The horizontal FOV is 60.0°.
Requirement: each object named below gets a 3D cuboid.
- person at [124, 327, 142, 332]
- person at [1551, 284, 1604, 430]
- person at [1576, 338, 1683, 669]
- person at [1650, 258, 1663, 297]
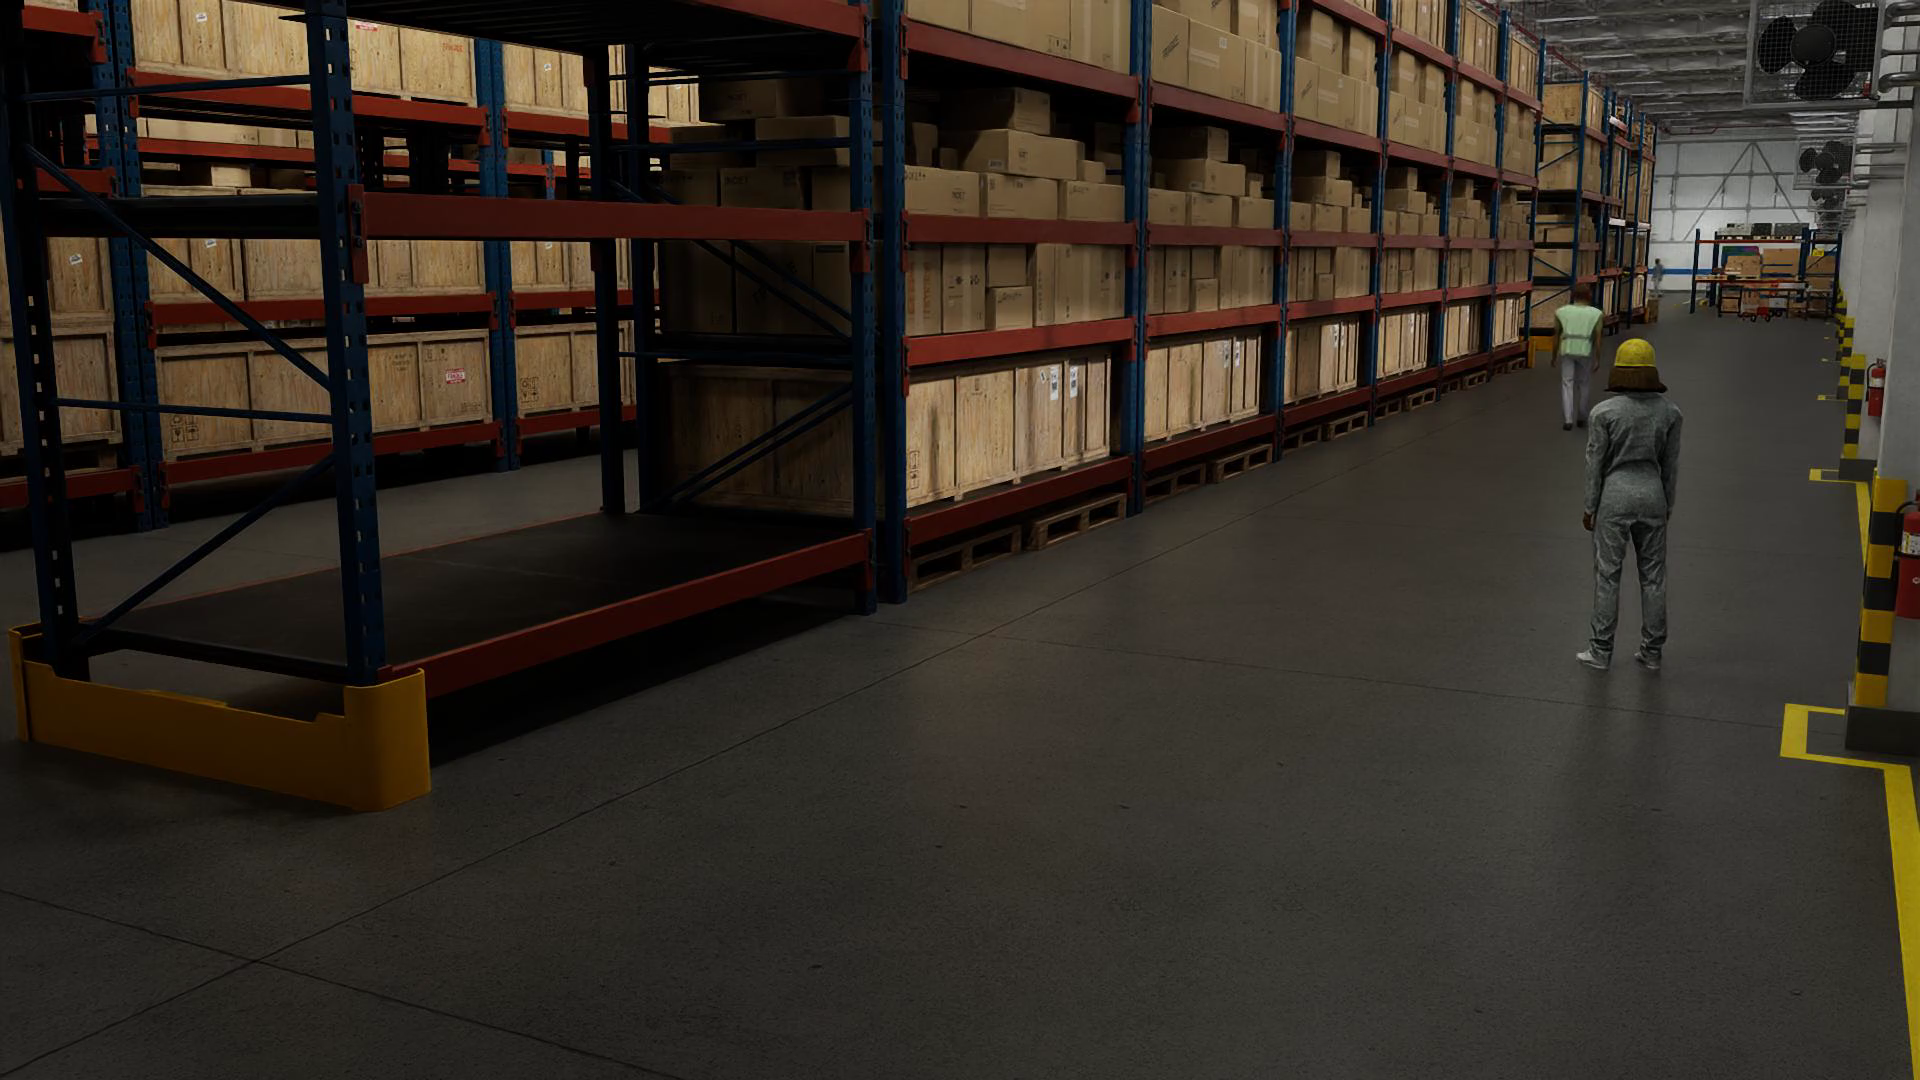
[{"bbox_3d":[-8.168,-1.490,16.571,0.515,1.636,0.315,5,11,29],"label":"person"},{"bbox_3d":[7.653,-2.274,20.649,0.594,1.791,0.972,4,11,21],"label":"person"},{"bbox_3d":[3.512,-0.186,8.749,0.483,1.735,0.341,0,10,0],"label":"person"},{"bbox_3d":[34.105,-12.812,81.321,0.643,1.916,0.823,-6,12,-33],"label":"person"}]
